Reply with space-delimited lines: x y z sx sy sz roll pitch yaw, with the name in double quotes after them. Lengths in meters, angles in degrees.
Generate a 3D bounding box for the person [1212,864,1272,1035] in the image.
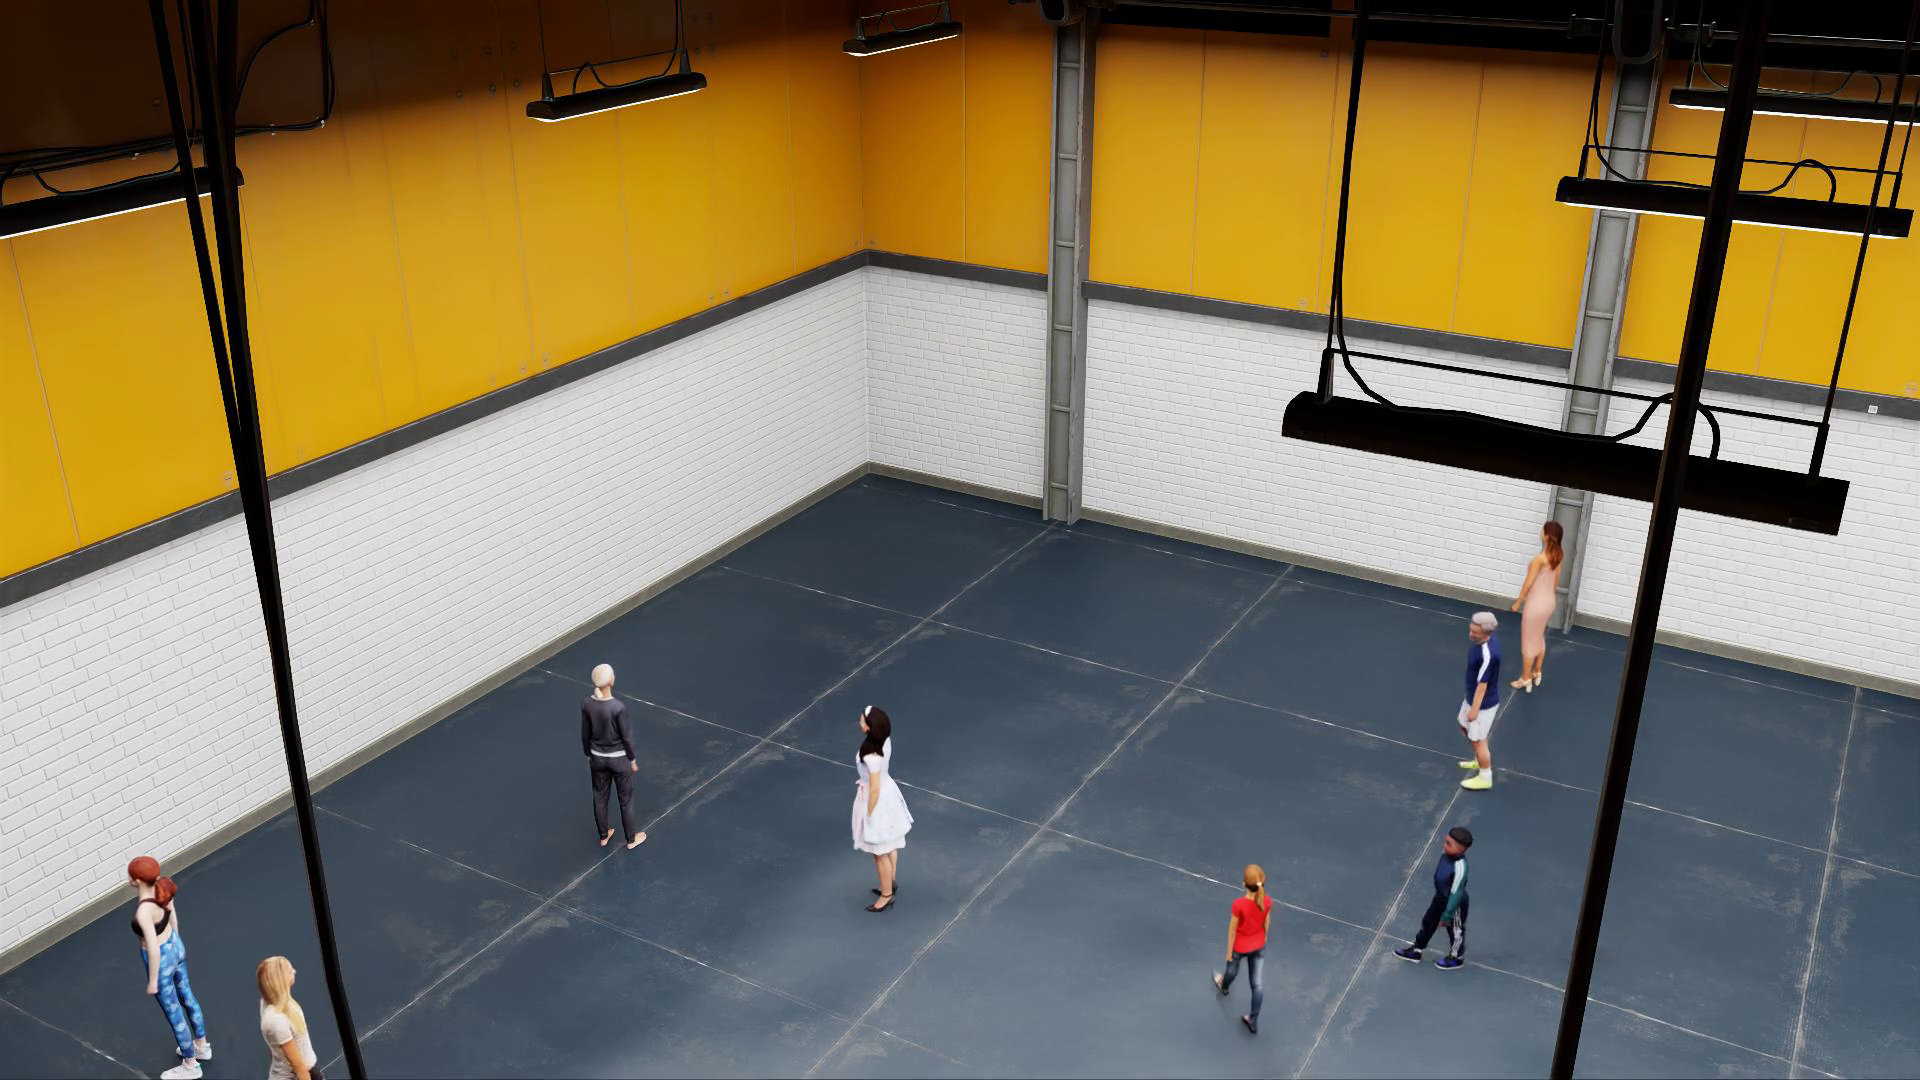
2.096 2.961 11.944 0.847 1.284 0.889 -5 24 -12 "person"

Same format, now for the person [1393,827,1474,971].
3.763 2.714 12.561 0.845 1.242 0.751 -3 24 -6 "person"

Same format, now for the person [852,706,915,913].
-0.648 2.130 13.182 0.841 1.815 0.806 4 24 9 "person"

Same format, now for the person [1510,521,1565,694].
5.762 0.672 16.499 0.675 1.829 0.678 -16 28 -32 "person"

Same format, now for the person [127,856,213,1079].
-5.443 2.922 11.409 0.713 1.784 0.676 1 24 2 "person"

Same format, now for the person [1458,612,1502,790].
4.691 1.425 14.826 0.798 1.789 0.812 9 25 20 "person"

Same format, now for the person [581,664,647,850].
-2.946 1.813 14.017 0.553 1.726 0.727 6 24 13 "person"
